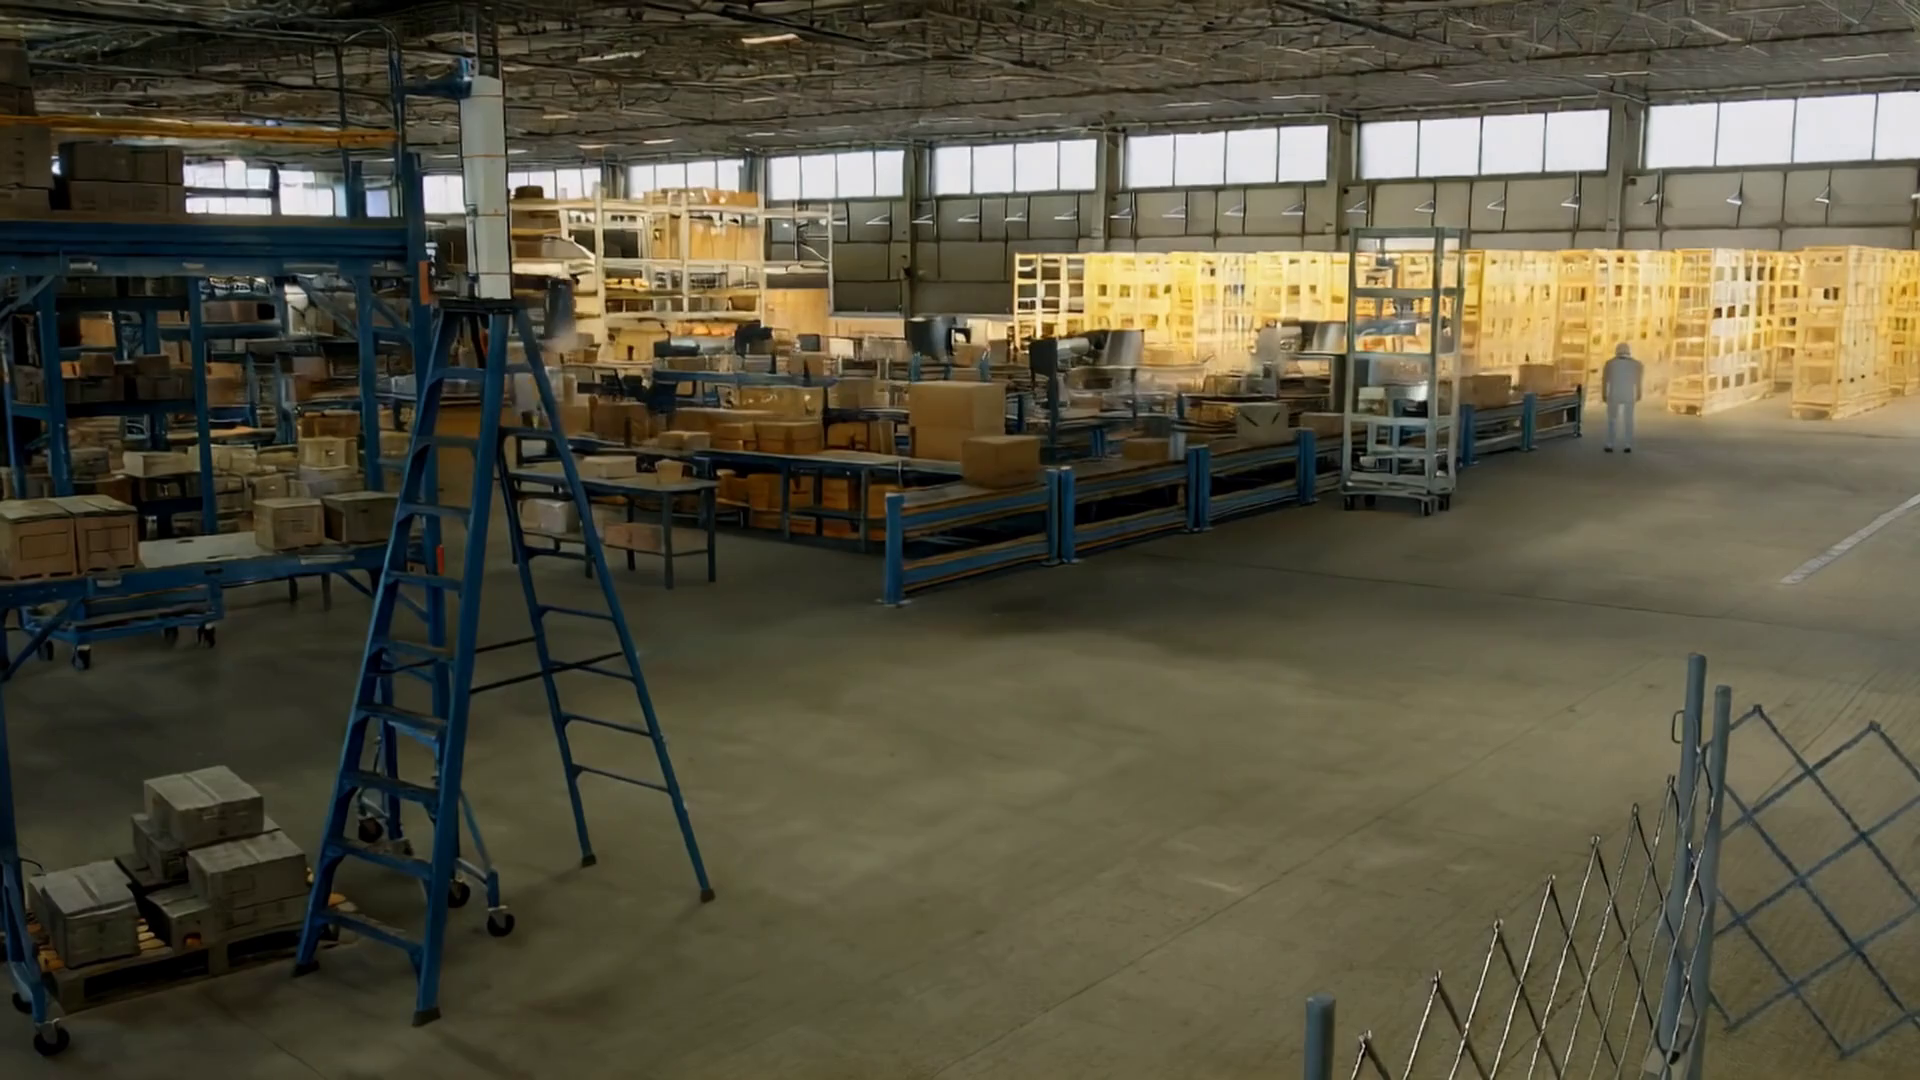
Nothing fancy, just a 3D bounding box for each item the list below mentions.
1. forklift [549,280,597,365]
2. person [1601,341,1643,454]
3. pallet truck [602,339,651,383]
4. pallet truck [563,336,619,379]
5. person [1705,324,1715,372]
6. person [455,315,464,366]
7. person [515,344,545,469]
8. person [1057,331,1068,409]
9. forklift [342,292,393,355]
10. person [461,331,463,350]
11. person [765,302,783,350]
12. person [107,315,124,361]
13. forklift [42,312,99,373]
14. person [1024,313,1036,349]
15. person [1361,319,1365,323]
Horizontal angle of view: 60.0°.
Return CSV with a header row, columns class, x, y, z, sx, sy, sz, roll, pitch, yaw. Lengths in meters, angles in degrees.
class,x,y,z,sx,sy,sz,roll,pitch,yaw
forklift,-12.715,-6.951,53.412,1.129,2.768,1.873,7,11,37
person,11.137,-2.400,28.053,0.643,1.905,0.399,1,9,6
pallet truck,-8.991,-4.871,45.351,0.653,1.274,1.630,7,11,37
pallet truck,-10.690,-5.294,48.215,1.601,1.201,0.680,-5,10,-26
person,19.561,-4.790,43.270,0.858,1.807,0.597,7,11,37
person,-15.746,-6.267,52.756,0.535,1.720,0.893,7,11,37
person,-6.459,-1.973,25.047,0.567,2.003,0.614,-5,10,-28
person,2.302,-3.703,36.608,0.327,1.769,0.525,6,11,34
forklift,-16.485,-5.622,45.120,1.129,2.768,1.873,7,11,37
person,-14.277,-5.536,48.292,0.550,1.672,0.618,2,9,13
person,-7.226,-8.200,64.069,0.622,1.968,0.895,7,11,37
person,-25.559,-5.942,50.428,0.613,1.813,0.429,6,11,35
forklift,-23.779,-5.451,44.052,1.873,2.768,1.129,7,11,36
person,2.363,-6.529,53.734,0.610,1.922,0.662,0,9,-2
person,11.902,-5.698,48.910,0.533,1.812,0.619,7,11,37
